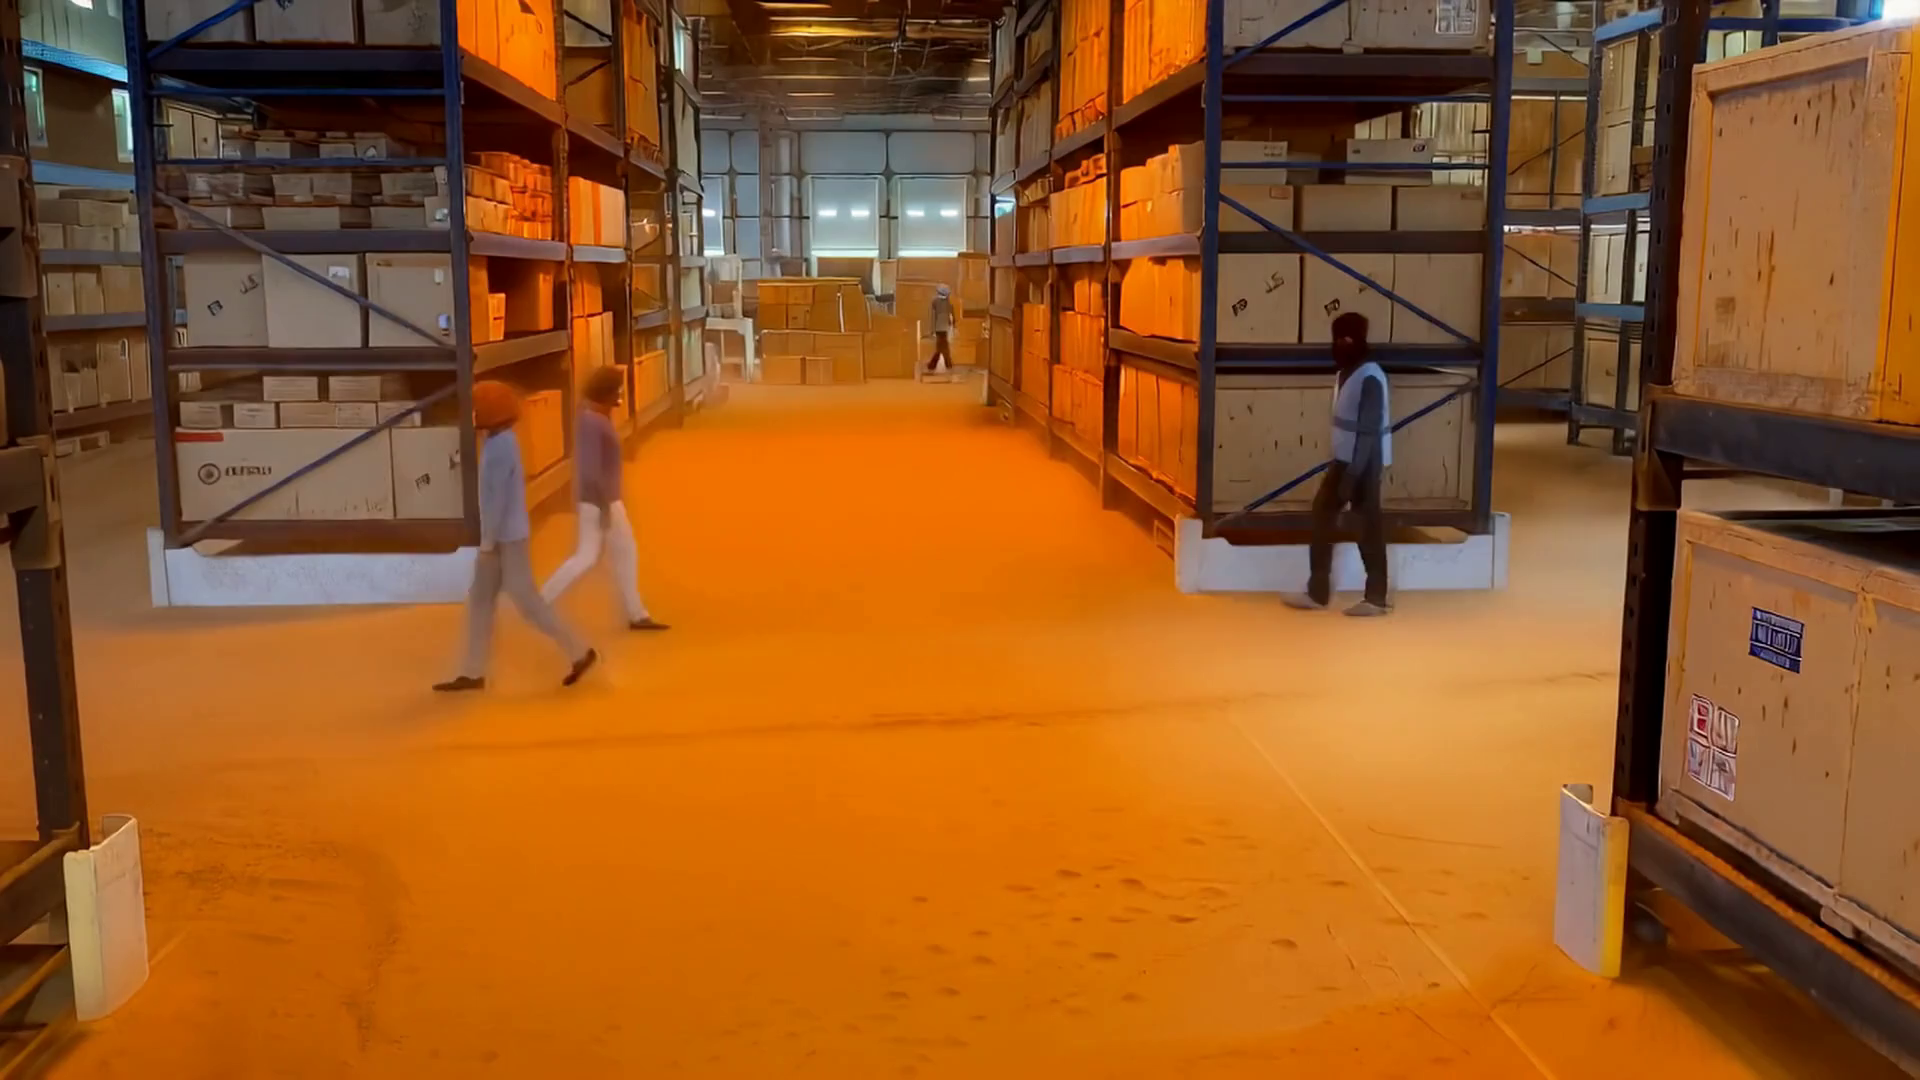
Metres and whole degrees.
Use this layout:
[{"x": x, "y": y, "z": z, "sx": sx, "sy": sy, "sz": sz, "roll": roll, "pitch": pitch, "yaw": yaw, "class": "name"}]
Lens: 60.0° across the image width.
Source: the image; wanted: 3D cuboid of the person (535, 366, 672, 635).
[{"x": -2.160, "y": -0.222, "z": 9.740, "sx": 0.806, "sy": 1.599, "sz": 0.510, "roll": -1, "pitch": 9, "yaw": -3, "class": "person"}]

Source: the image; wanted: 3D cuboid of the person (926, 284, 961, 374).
[{"x": -0.393, "y": -4.402, "z": 34.933, "sx": 1.038, "sy": 1.952, "sz": 0.623, "roll": 8, "pitch": 12, "yaw": 39, "class": "person"}]

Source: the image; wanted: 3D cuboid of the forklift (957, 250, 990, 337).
[{"x": 0.393, "y": -6.751, "z": 46.723, "sx": 1.129, "sy": 2.768, "sz": 1.873, "roll": 2, "pitch": 9, "yaw": 11, "class": "forklift"}]

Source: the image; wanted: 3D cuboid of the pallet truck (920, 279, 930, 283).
[{"x": -0.932, "y": -8.922, "z": 63.114, "sx": 1.885, "sy": 1.965, "sz": 0.823, "roll": 2, "pitch": 9, "yaw": 13, "class": "pallet truck"}]

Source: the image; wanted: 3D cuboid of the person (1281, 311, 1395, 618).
[{"x": 2.324, "y": -0.448, "z": 10.226, "sx": 0.787, "sy": 1.889, "sz": 0.625, "roll": -1, "pitch": 9, "yaw": -7, "class": "person"}]

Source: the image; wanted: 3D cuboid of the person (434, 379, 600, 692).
[{"x": -2.255, "y": -0.013, "z": 8.416, "sx": 0.783, "sy": 1.603, "sz": 0.509, "roll": -3, "pitch": 10, "yaw": -18, "class": "person"}]

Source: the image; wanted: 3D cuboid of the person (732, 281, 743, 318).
[{"x": -7.111, "y": -7.450, "z": 54.053, "sx": 0.632, "sy": 1.938, "sz": 0.359, "roll": 5, "pitch": 10, "yaw": 28, "class": "person"}]

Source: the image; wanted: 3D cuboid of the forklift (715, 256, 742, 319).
[{"x": -8.574, "y": -9.187, "z": 62.019, "sx": 1.129, "sy": 2.768, "sz": 1.873, "roll": -1, "pitch": 9, "yaw": -4, "class": "forklift"}]
